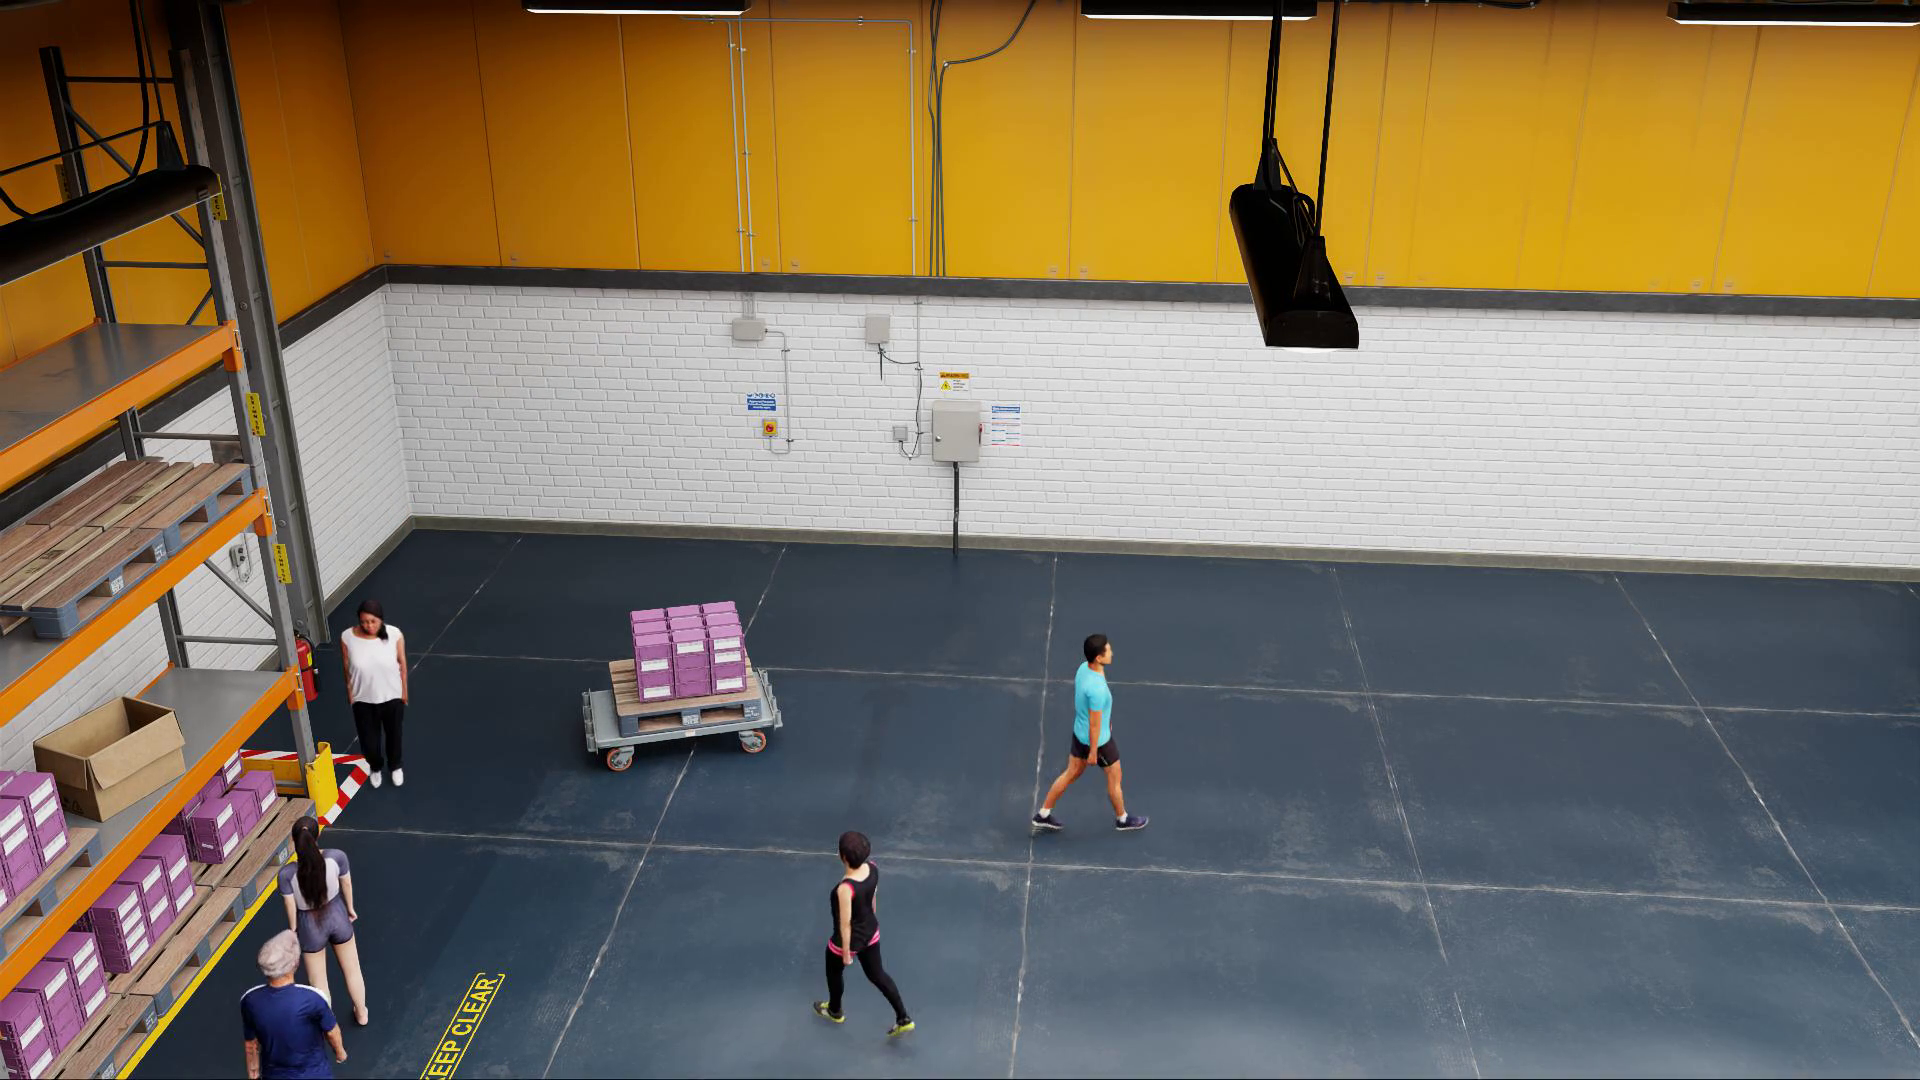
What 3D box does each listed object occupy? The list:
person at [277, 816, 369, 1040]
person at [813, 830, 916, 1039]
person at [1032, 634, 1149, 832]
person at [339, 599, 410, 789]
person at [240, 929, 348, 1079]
[{"bbox_3d":[-4.131,2.506,10.809,0.672,1.651,0.718,-16,28,-33],"label":"person"},{"bbox_3d":[-0.615,2.587,10.782,0.949,1.523,1.023,17,29,33],"label":"person"},{"bbox_3d":[0.931,1.541,12.913,0.929,1.733,1.167,-5,24,-12],"label":"person"},{"bbox_3d":[-4.792,1.228,13.695,0.758,1.681,0.759,-7,25,-16],"label":"person"},{"bbox_3d":[-3.742,3.084,9.311,0.615,1.792,1.060,1,24,3],"label":"person"}]
